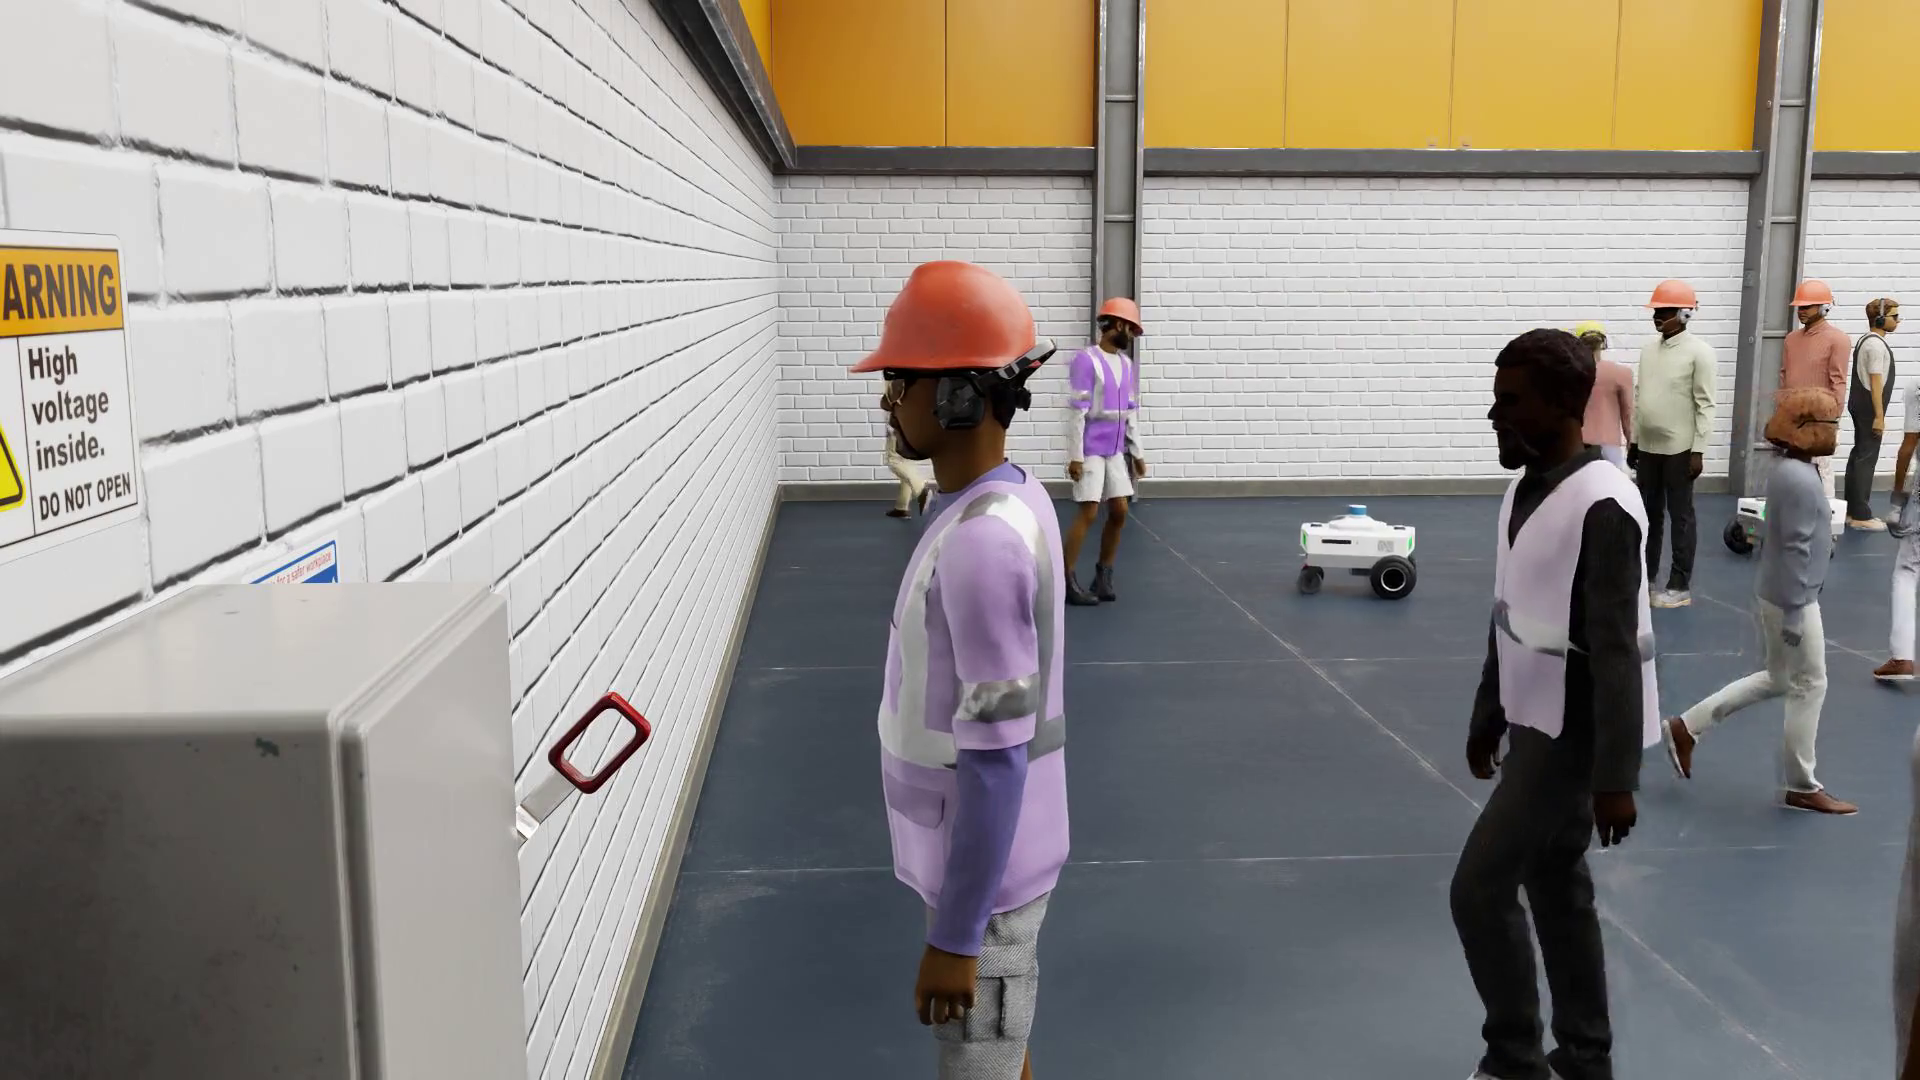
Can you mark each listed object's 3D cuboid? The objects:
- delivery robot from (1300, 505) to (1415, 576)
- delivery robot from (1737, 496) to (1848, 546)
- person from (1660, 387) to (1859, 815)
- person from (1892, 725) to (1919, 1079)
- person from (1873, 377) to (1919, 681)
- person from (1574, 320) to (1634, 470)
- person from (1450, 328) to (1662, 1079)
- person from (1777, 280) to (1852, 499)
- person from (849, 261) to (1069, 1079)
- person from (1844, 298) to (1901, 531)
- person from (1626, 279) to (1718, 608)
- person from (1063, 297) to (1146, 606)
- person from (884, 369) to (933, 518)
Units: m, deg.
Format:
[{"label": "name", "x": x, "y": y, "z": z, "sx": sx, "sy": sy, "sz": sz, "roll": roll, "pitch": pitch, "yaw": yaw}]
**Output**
[{"label": "delivery robot", "x": 2.526, "y": 0.020, "z": 10.590, "sx": 0.707, "sy": 0.478, "sz": 0.477, "roll": 2, "pitch": 9, "yaw": 15}, {"label": "delivery robot", "x": 5.955, "y": -0.188, "z": 11.899, "sx": 0.707, "sy": 0.478, "sz": 0.477, "roll": -2, "pitch": 9, "yaw": -11}, {"label": "person", "x": 3.070, "y": 0.224, "z": 6.294, "sx": 0.640, "sy": 1.615, "sz": 0.503, "roll": 3, "pitch": 10, "yaw": 20}, {"label": "person", "x": 1.325, "y": 0.760, "z": 2.118, "sx": 0.518, "sy": 1.874, "sz": 0.327, "roll": -4, "pitch": 10, "yaw": -23}, {"label": "person", "x": 4.845, "y": -0.177, "z": 8.140, "sx": 0.544, "sy": 1.831, "sz": 0.459, "roll": 2, "pitch": 9, "yaw": 13}, {"label": "person", "x": 4.269, "y": -0.625, "z": 11.274, "sx": 0.561, "sy": 1.717, "sz": 0.743, "roll": 6, "pitch": 11, "yaw": 34}, {"label": "person", "x": 1.317, "y": 0.458, "z": 3.925, "sx": 0.638, "sy": 1.894, "sz": 0.635, "roll": 1, "pitch": 9, "yaw": 3}, {"label": "person", "x": 6.282, "y": -0.923, "z": 12.333, "sx": 0.407, "sy": 1.987, "sz": 0.614, "roll": -2, "pitch": 9, "yaw": -15}, {"label": "person", "x": 0.002, "y": 0.548, "z": 2.906, "sx": 0.377, "sy": 2.045, "sz": 0.605, "roll": 0, "pitch": 9, "yaw": 3}, {"label": "person", "x": 7.258, "y": -0.997, "z": 13.230, "sx": 0.345, "sy": 1.846, "sz": 0.506, "roll": 3, "pitch": 9, "yaw": 16}, {"label": "person", "x": 4.315, "y": -0.585, "z": 10.170, "sx": 0.384, "sy": 1.996, "sz": 0.610, "roll": -3, "pitch": 10, "yaw": -18}, {"label": "person", "x": 0.874, "y": -0.555, "z": 10.307, "sx": 0.391, "sy": 1.891, "sz": 0.595, "roll": 8, "pitch": 12, "yaw": 42}, {"label": "person", "x": -0.420, "y": -0.958, "z": 13.710, "sx": 0.548, "sy": 1.616, "sz": 0.501, "roll": 8, "pitch": 12, "yaw": 40}]
